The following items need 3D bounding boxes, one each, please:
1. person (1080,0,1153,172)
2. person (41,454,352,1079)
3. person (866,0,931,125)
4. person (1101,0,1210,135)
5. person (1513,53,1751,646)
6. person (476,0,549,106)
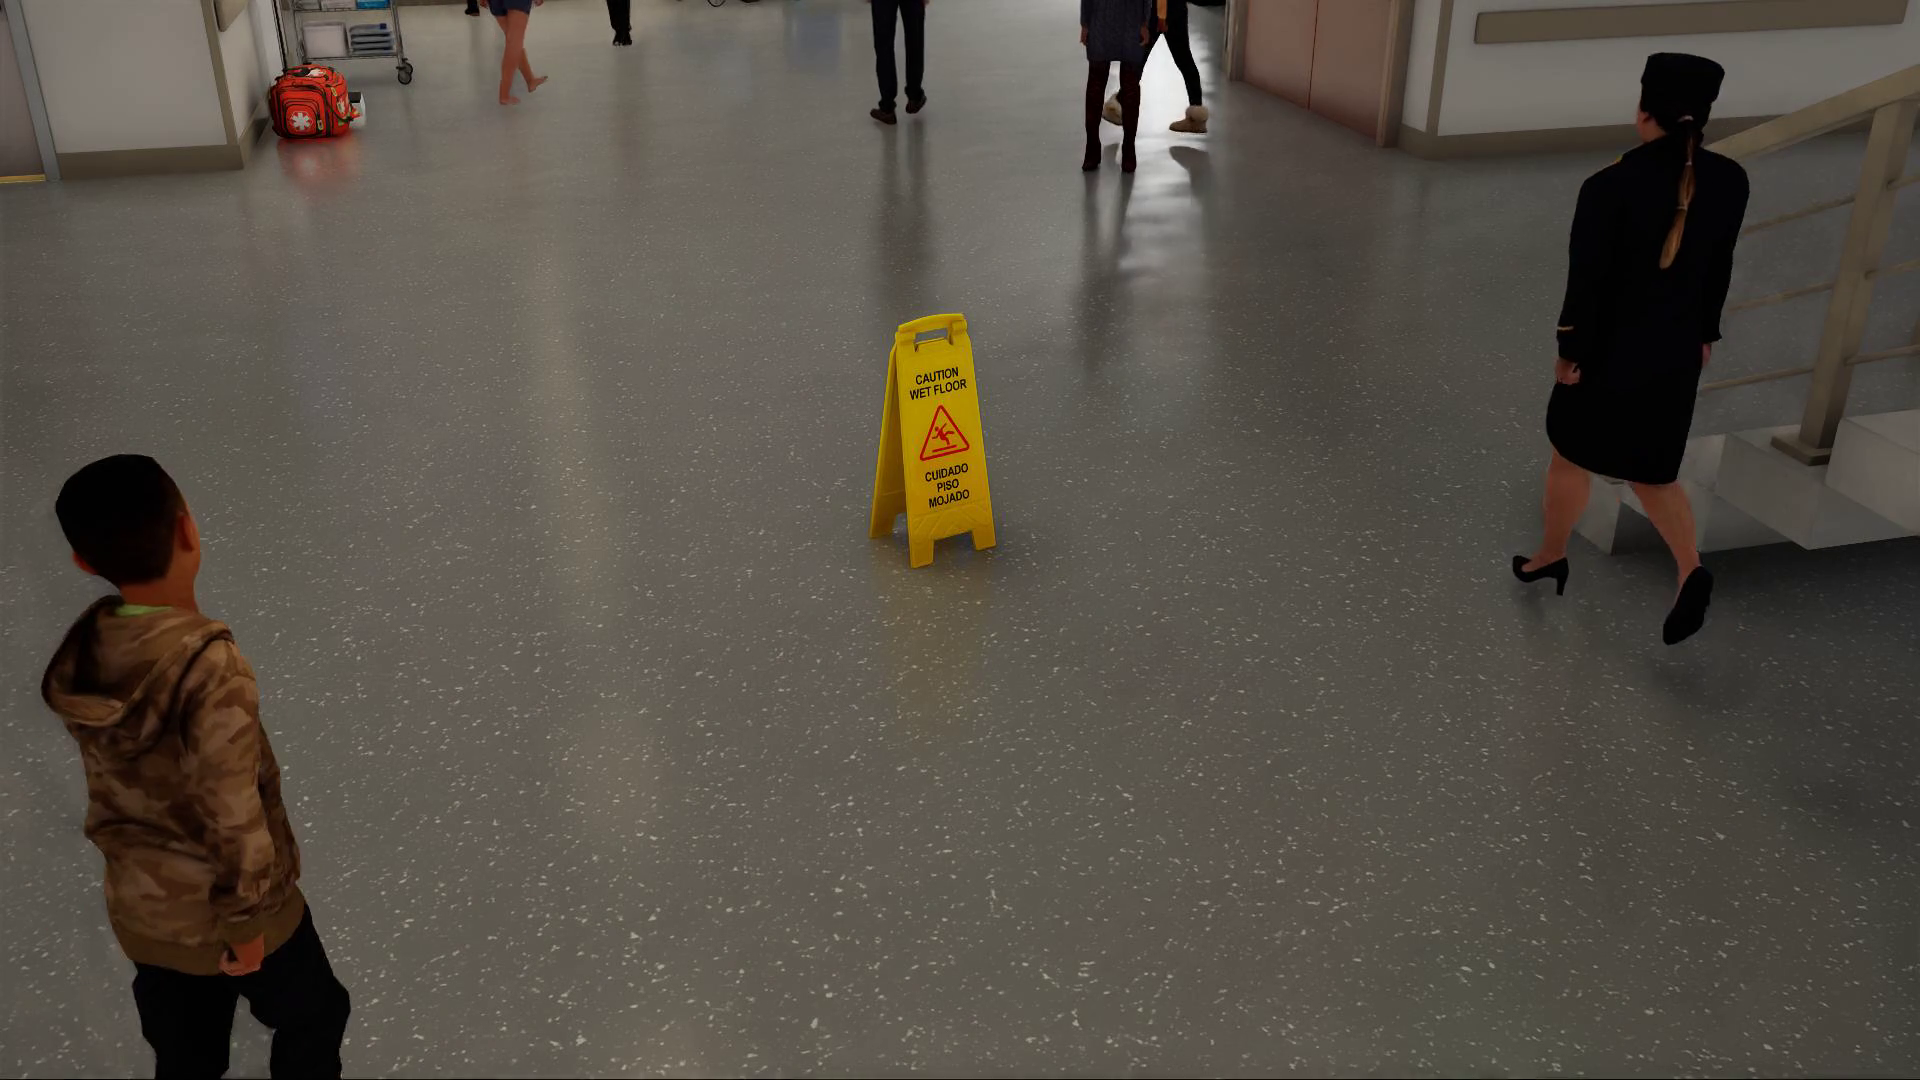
[{"bbox_3d":[0.946,-3.111,10.071,0.653,1.711,0.649,4,26,9],"label":"person"},{"bbox_3d":[-1.267,0.598,2.701,0.724,1.430,0.778,15,29,28],"label":"person"},{"bbox_3d":[-0.428,-3.800,11.347,0.666,1.843,0.823,-6,26,-13],"label":"person"},{"bbox_3d":[1.424,-3.458,10.902,1.150,1.613,1.009,18,31,33],"label":"person"},{"bbox_3d":[1.944,-0.482,4.693,0.693,1.647,1.004,-7,27,-14],"label":"person"},{"bbox_3d":[-3.238,-3.868,11.799,0.931,1.574,1.107,8,27,16],"label":"person"}]
